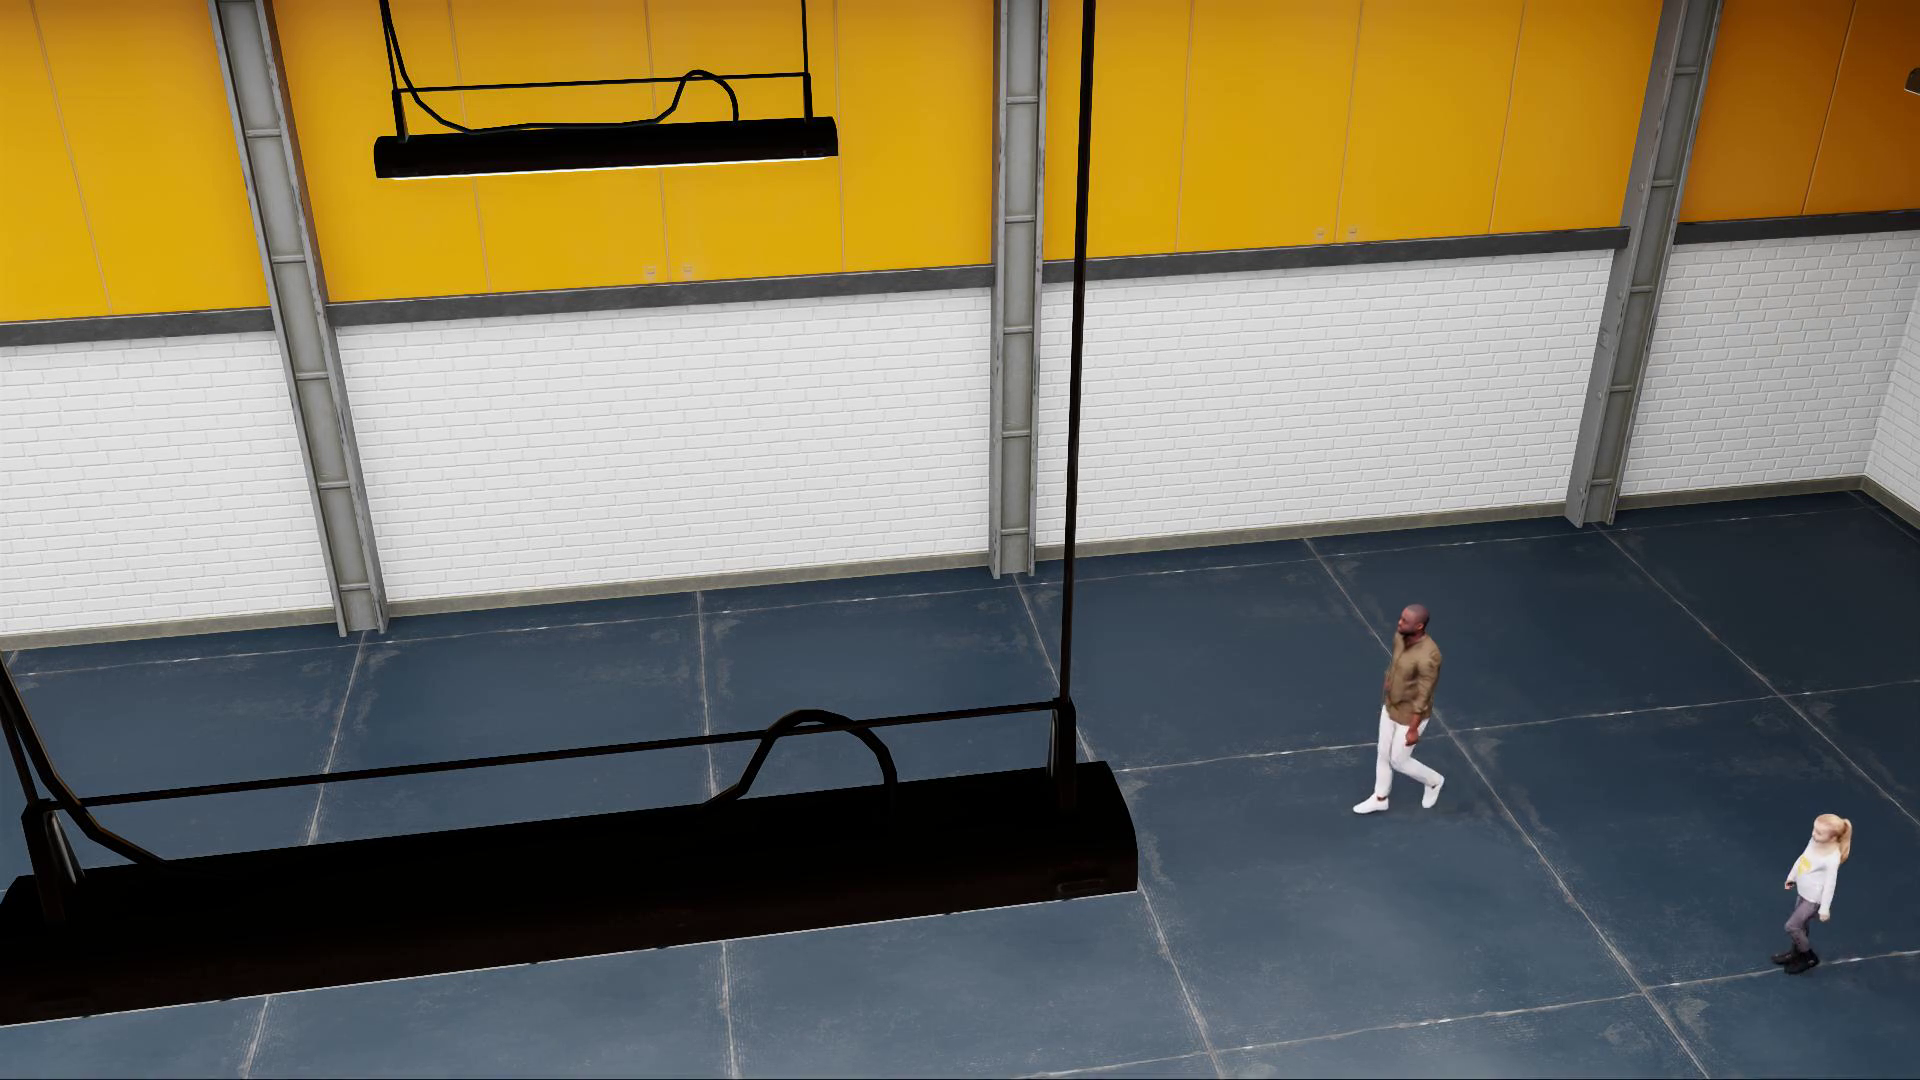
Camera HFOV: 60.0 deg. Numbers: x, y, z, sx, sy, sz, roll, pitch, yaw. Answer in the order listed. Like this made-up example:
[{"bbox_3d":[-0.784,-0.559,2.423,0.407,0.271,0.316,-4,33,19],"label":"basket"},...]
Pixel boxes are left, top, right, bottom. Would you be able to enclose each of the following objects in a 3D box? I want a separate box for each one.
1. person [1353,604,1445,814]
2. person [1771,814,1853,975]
[{"bbox_3d":[3.361,1.276,12.330,0.915,1.808,0.764,-7,29,-13],"label":"person"},{"bbox_3d":[5.685,2.336,10.950,0.595,1.270,0.572,4,29,8],"label":"person"}]
